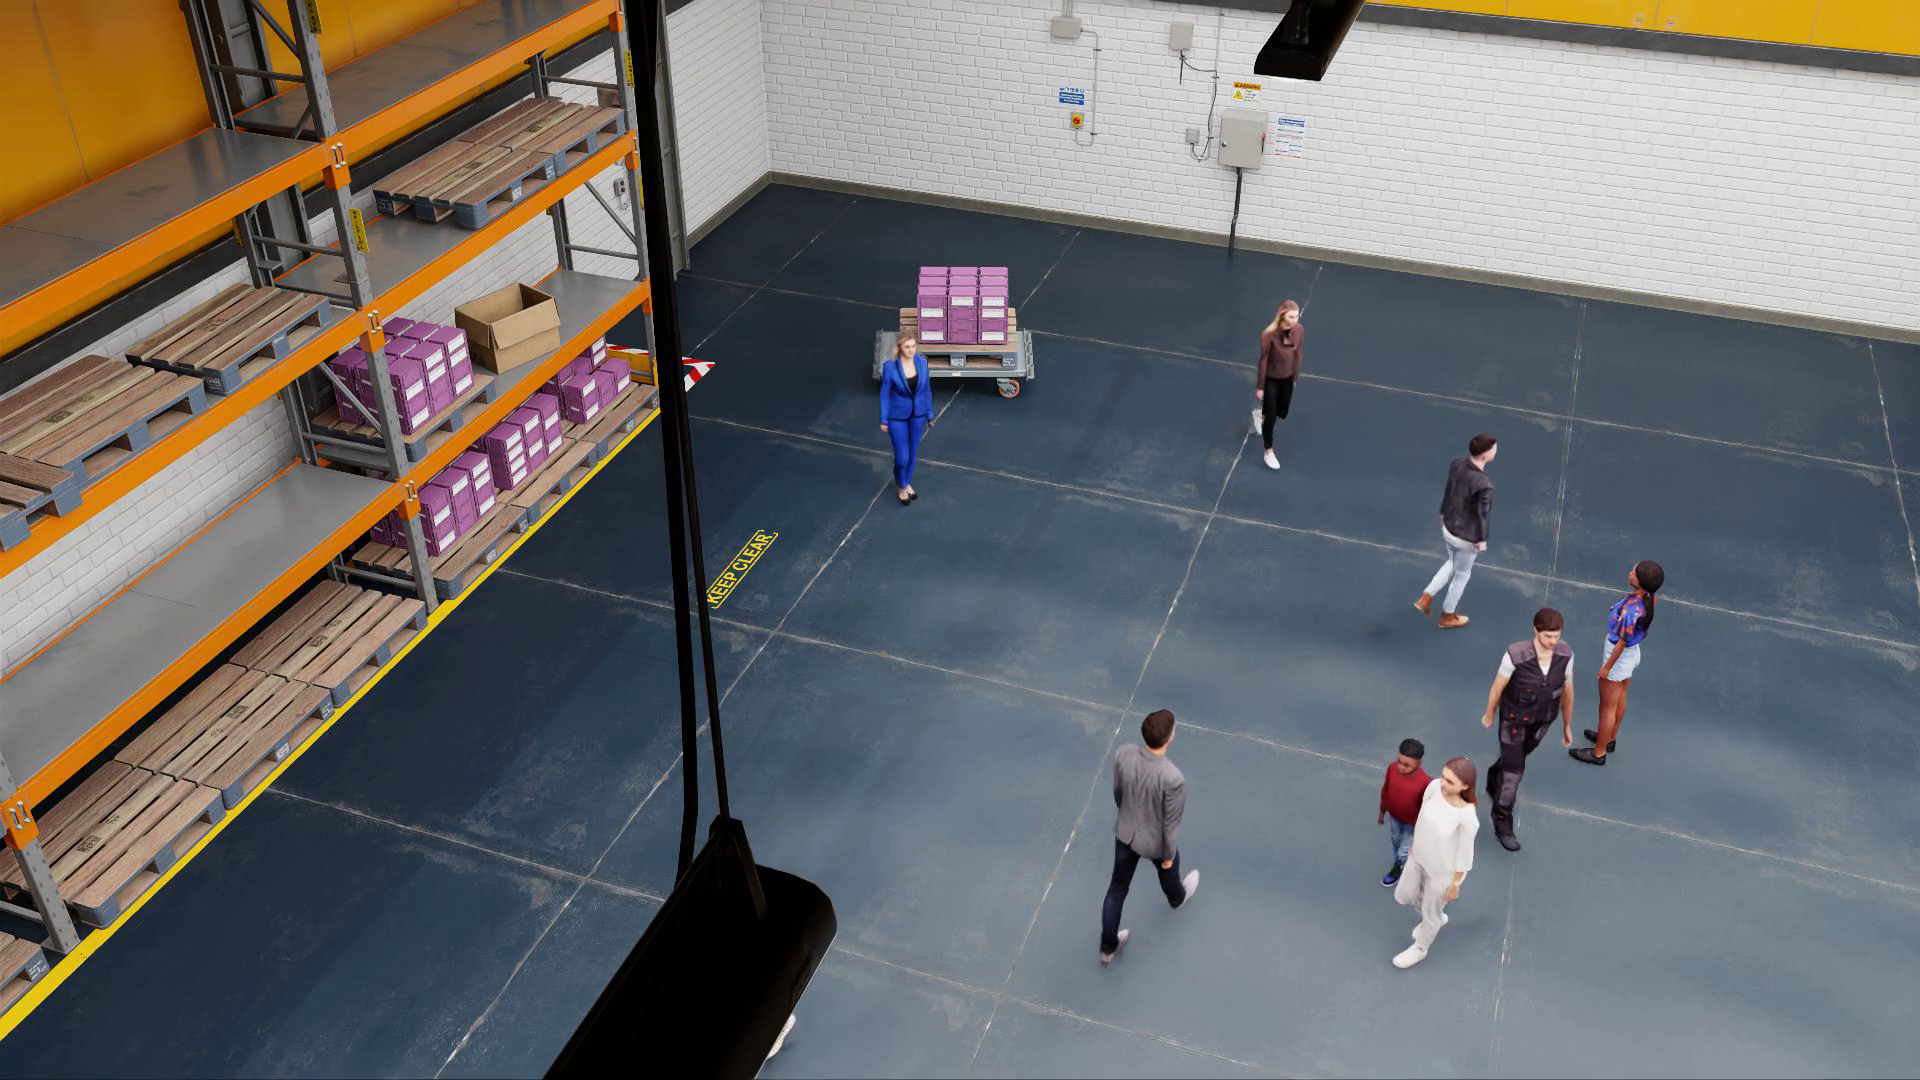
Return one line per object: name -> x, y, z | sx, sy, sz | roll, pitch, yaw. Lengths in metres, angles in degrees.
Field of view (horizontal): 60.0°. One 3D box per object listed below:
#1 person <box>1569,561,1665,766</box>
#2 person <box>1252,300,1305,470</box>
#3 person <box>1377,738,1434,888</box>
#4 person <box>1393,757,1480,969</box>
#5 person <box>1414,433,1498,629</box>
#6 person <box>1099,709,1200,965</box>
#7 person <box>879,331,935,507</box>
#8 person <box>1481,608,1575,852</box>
person -> 4.766, 0.869, 11.982 | 0.708, 1.743, 0.559 | 24, 40, 31
person -> 2.944, -1.528, 15.640 | 0.923, 1.685, 1.016 | -11, 35, -15
person -> 3.008, 1.785, 11.055 | 0.632, 1.243, 0.605 | -28, 43, -35
person -> 3.027, 1.978, 10.366 | 0.844, 1.684, 0.785 | -16, 37, -23
person -> 3.949, -0.048, 13.291 | 0.907, 1.822, 0.843 | -11, 35, -16
person -> 1.107, 1.894, 10.375 | 0.957, 1.814, 1.274 | 23, 40, 31
person -> -0.530, -1.142, 15.057 | 0.754, 1.688, 0.823 | -17, 37, -23
person -> 3.858, 1.151, 11.484 | 0.956, 1.825, 1.078 | -8, 35, -12
